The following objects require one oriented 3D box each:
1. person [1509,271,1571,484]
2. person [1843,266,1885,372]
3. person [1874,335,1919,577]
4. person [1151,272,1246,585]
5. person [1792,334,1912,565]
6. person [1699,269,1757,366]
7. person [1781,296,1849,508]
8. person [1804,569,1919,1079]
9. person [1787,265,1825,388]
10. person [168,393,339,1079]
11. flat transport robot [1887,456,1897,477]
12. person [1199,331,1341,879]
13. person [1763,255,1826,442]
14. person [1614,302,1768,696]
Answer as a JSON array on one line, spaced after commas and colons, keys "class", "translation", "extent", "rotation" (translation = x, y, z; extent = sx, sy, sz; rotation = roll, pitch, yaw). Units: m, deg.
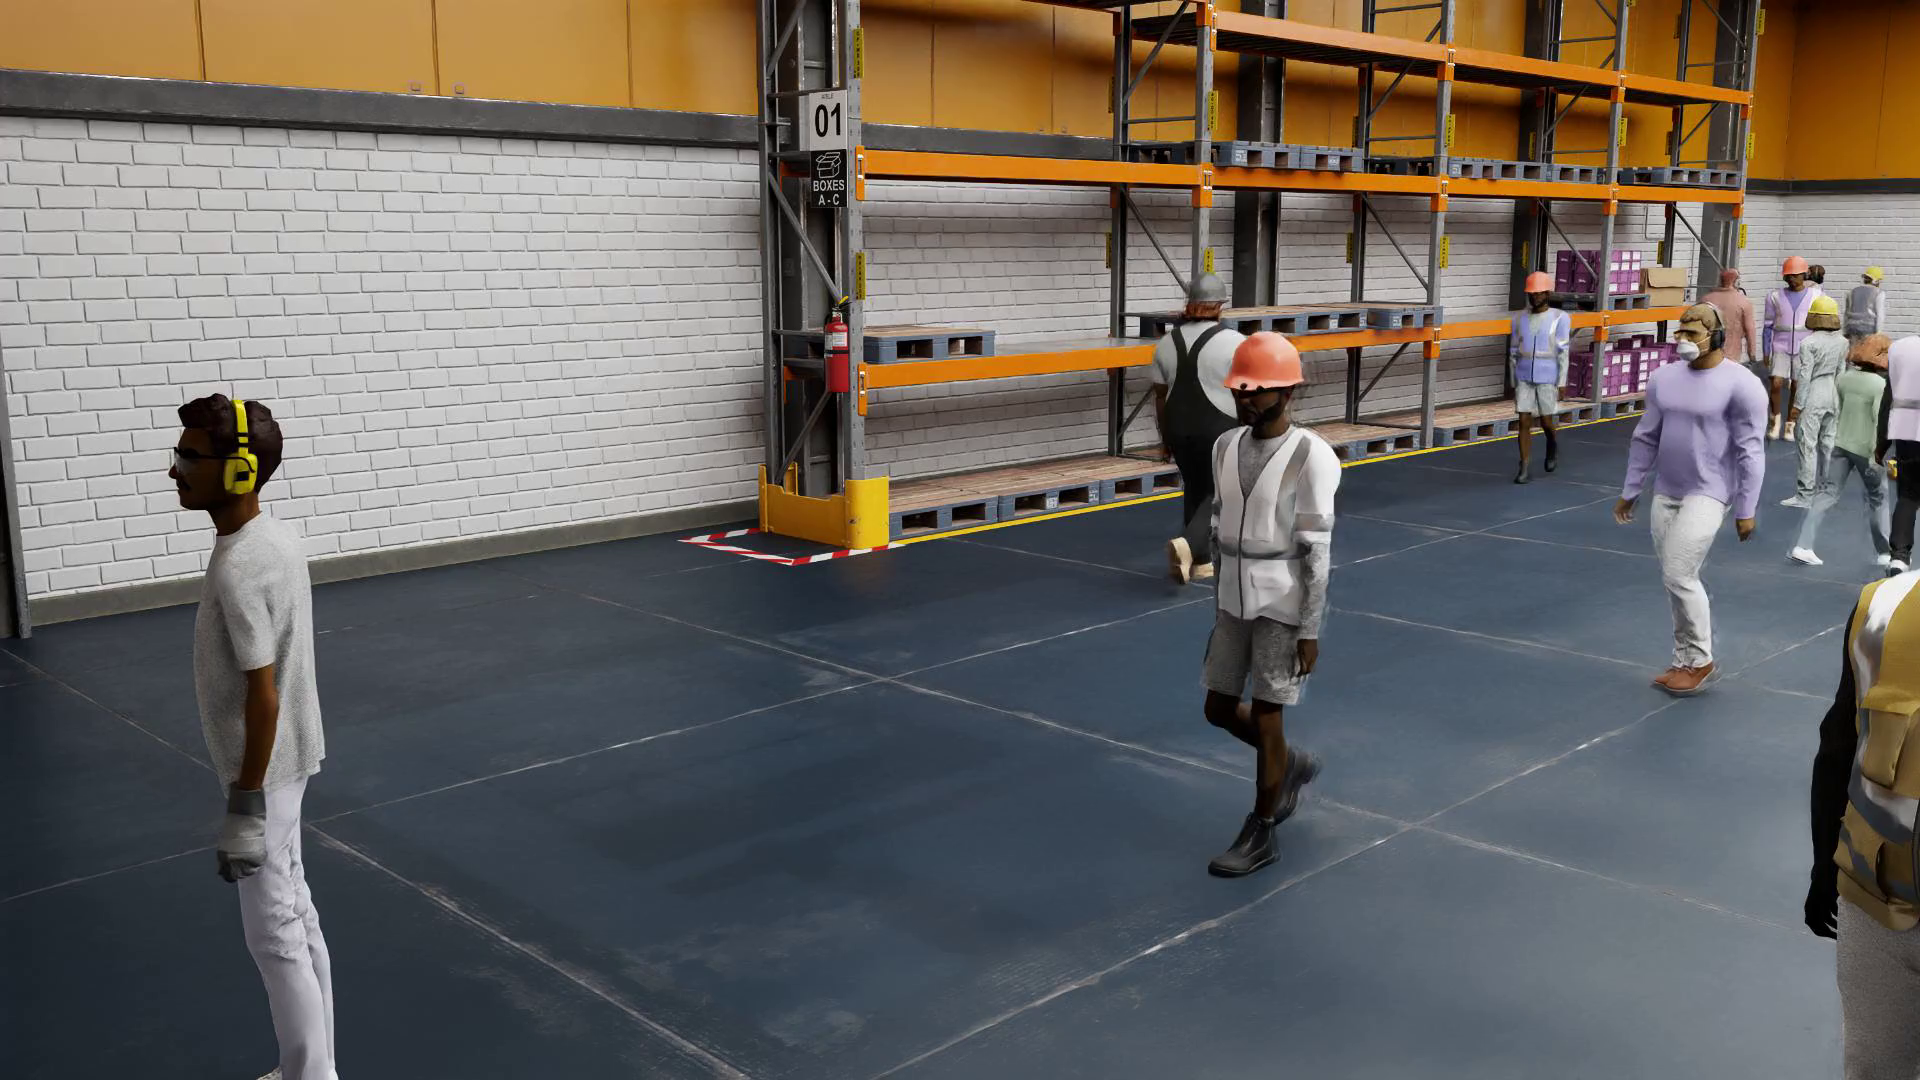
[{"class": "person", "translation": [5.273, -1.479, 15.137], "extent": [0.564, 1.925, 0.651], "rotation": [8, 13, 36]}, {"class": "person", "translation": [12.949, -3.021, 23.874], "extent": [0.581, 1.811, 0.640], "rotation": [-5, 11, -24]}, {"class": "person", "translation": [6.021, -0.588, 10.325], "extent": [0.414, 1.900, 0.682], "rotation": [-5, 12, -27]}, {"class": "person", "translation": [1.530, -0.708, 10.602], "extent": [0.690, 2.000, 0.785], "rotation": [10, 14, 43]}, {"class": "person", "translation": [6.074, -0.601, 11.269], "extent": [0.847, 1.593, 0.516], "rotation": [-2, 11, -12]}, {"class": "person", "translation": [8.960, -2.242, 19.493], "extent": [1.016, 1.859, 0.671], "rotation": [-9, 13, -39]}, {"class": "person", "translation": [7.069, -1.135, 13.746], "extent": [0.493, 1.743, 0.300], "rotation": [-4, 11, -21]}, {"class": "person", "translation": [1.976, 0.732, 3.294], "extent": [0.429, 1.842, 0.634], "rotation": [-7, 13, -34]}, {"class": "person", "translation": [12.474, -3.128, 24.470], "extent": [0.840, 1.789, 0.603], "rotation": [-5, 11, -25]}, {"class": "person", "translation": [-1.716, 0.580, 4.035], "extent": [0.322, 1.876, 0.531], "rotation": [-3, 11, -15]}, {"class": "flat transport robot", "translation": [9.335, -0.669, 15.220], "extent": [1.431, 0.197, 0.652], "rotation": [5, 11, 24]}, {"class": "person", "translation": [1.113, 0.219, 5.882], "extent": [0.566, 1.918, 0.547], "rotation": [-9, 14, -40]}, {"class": "person", "translation": [9.047, -2.065, 18.062], "extent": [0.626, 2.018, 0.501], "rotation": [5, 12, 26]}, {"class": "person", "translation": [3.524, -0.189, 8.104], "extent": [0.518, 1.921, 0.637], "rotation": [-4, 11, -20]}]
